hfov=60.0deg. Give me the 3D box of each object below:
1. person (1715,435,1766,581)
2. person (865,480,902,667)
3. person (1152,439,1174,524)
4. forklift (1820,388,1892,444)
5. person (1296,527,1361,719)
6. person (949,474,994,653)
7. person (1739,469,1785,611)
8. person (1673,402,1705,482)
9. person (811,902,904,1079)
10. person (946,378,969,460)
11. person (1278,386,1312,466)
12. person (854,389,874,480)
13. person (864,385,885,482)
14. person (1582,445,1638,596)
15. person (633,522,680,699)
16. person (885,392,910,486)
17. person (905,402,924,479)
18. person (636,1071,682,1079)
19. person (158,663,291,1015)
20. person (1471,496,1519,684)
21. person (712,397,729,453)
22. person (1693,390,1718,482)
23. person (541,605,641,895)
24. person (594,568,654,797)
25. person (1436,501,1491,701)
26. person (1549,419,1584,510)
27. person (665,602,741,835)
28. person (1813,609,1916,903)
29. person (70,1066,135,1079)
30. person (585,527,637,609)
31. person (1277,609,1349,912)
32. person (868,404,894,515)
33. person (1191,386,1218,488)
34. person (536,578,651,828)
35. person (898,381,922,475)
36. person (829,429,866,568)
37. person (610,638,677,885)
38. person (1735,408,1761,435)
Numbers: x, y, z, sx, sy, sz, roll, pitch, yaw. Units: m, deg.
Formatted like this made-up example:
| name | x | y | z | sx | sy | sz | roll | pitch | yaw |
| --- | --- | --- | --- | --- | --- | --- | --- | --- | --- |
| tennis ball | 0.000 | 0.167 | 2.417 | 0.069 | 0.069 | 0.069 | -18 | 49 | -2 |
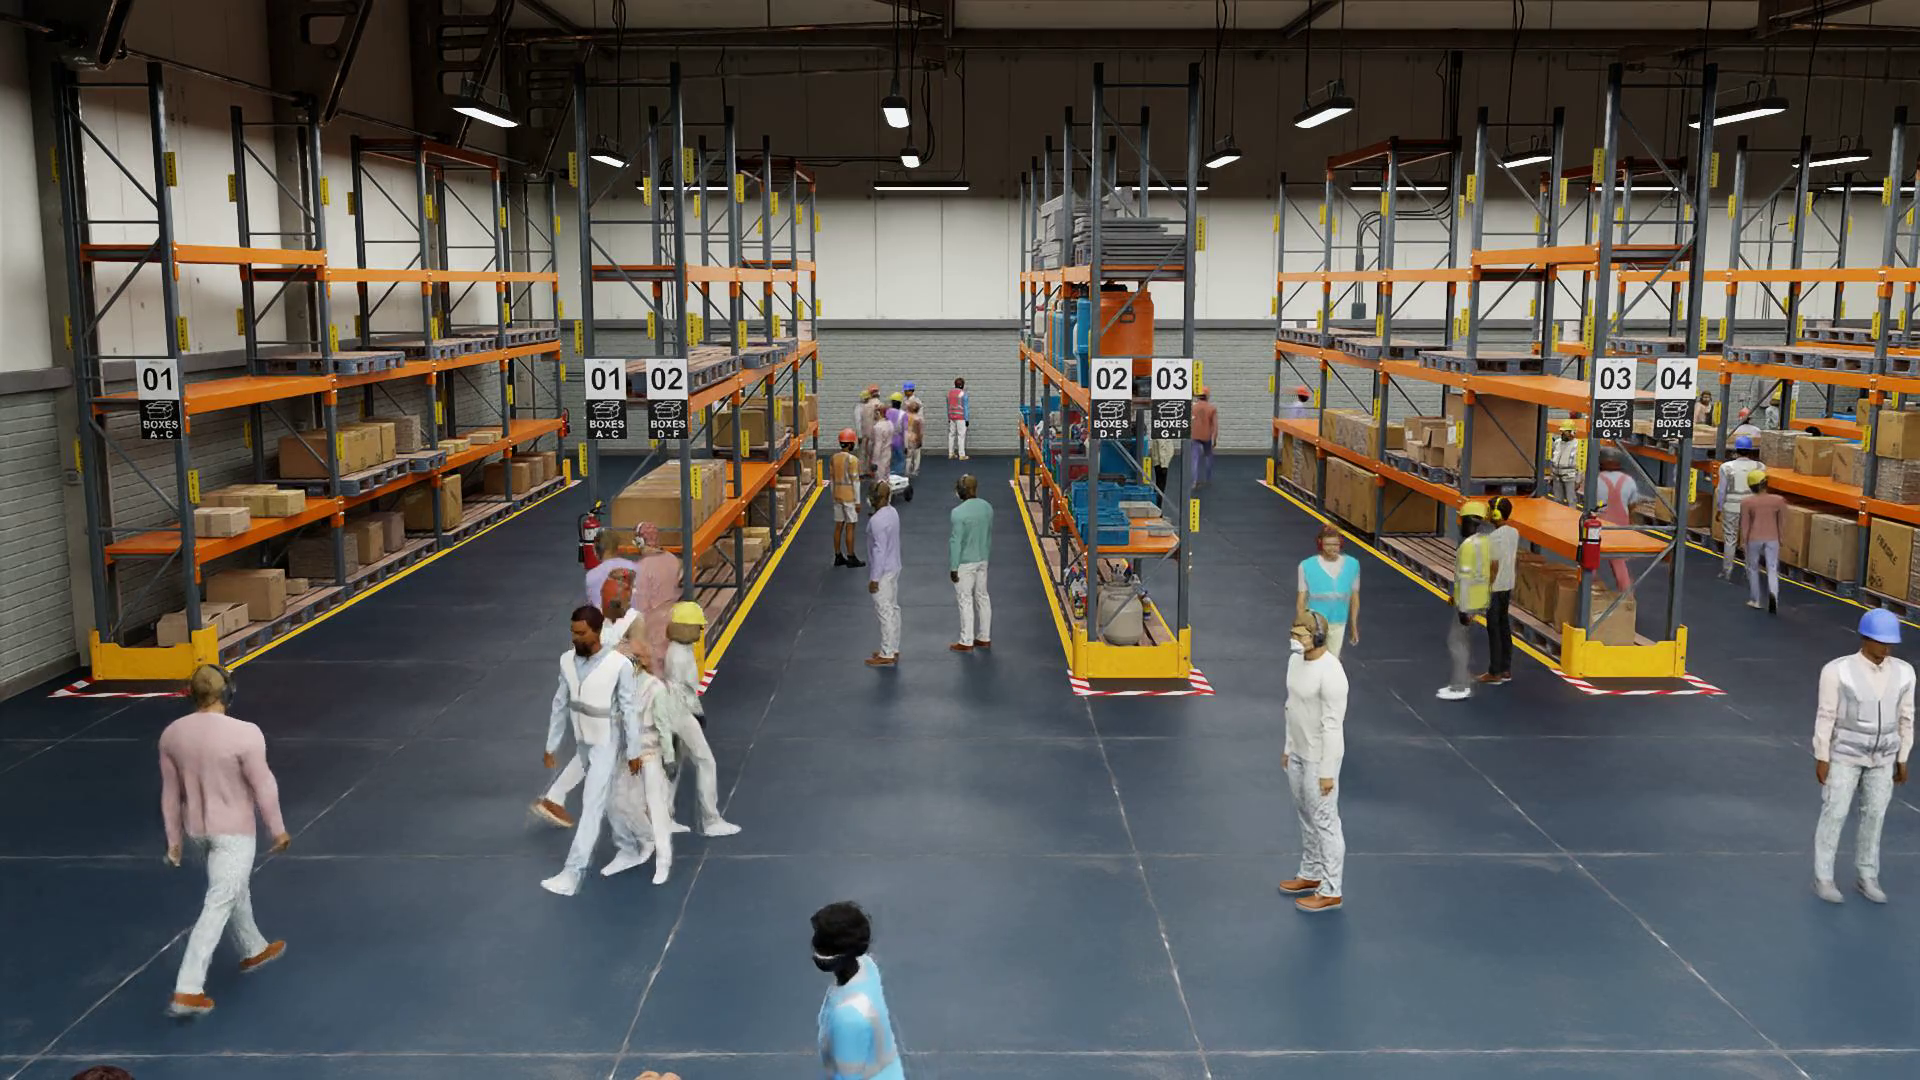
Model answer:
| name | x | y | z | sx | sy | sz | roll | pitch | yaw |
| --- | --- | --- | --- | --- | --- | --- | --- | --- | --- |
| person | 10.368 | -0.416 | 22.113 | 0.603 | 1.949 | 0.397 | 2 | 9 | 10 |
| person | -0.799 | 0.348 | 17.236 | 0.376 | 1.940 | 0.629 | 2 | 9 | 13 |
| person | 3.363 | -1.249 | 27.375 | 0.415 | 1.985 | 0.610 | 1 | 9 | 8 |
| forklift | 20.072 | -3.110 | 36.462 | 1.873 | 2.768 | 1.129 | 0 | 9 | 0 |
| person | 3.299 | 0.777 | 14.922 | 0.571 | 1.808 | 0.633 | -2 | 9 | -11 |
| person | 0.117 | 0.252 | 17.896 | 0.369 | 1.930 | 0.627 | 8 | 12 | 41 |
| person | 9.686 | 0.012 | 20.062 | 0.548 | 1.726 | 0.677 | 2 | 9 | 14 |
| person | 14.455 | -2.089 | 32.999 | 0.589 | 1.917 | 0.394 | 2 | 9 | 11 |
| person | -0.424 | 2.167 | 6.384 | 0.696 | 1.660 | 0.548 | -1 | 9 | -7 |
| person | -0.030 | -2.719 | 37.322 | 0.624 | 1.835 | 0.431 | 8 | 12 | 42 |
| person | 6.841 | -2.187 | 33.700 | 0.799 | 1.894 | 0.584 | -1 | 9 | -8 |
| person | -1.896 | -2.121 | 33.491 | 0.403 | 1.822 | 0.587 | 4 | 10 | 23 |
| person | -1.576 | -2.084 | 32.881 | 0.504 | 1.945 | 0.682 | -7 | 11 | -36 |
| person | 7.921 | -0.181 | 20.308 | 0.688 | 2.000 | 0.952 | -1 | 9 | -4 |
| person | -2.710 | 0.783 | 14.560 | 0.406 | 1.902 | 0.639 | 3 | 9 | 20 |
| person | -1.210 | -1.842 | 31.445 | 0.614 | 1.888 | 0.837 | 3 | 9 | 18 |
| person | -0.973 | -1.965 | 33.209 | 0.566 | 1.598 | 0.692 | 6 | 10 | 32 |
| person | -0.897 | 2.398 | 5.001 | 0.514 | 1.642 | 0.310 | -1 | 9 | -5 |
| person | -4.125 | 1.621 | 9.228 | 0.635 | 1.895 | 1.024 | 3 | 9 | 19 |
| person | 5.325 | 0.497 | 16.503 | 0.316 | 1.867 | 0.531 | 8 | 12 | 43 |
| person | -4.814 | -2.212 | 33.703 | 0.544 | 1.939 | 0.353 | 1 | 9 | 7 |
| person | 14.816 | -2.070 | 33.158 | 0.522 | 1.834 | 0.365 | 4 | 10 | 23 |
| person | -2.473 | 1.362 | 10.907 | 0.616 | 1.868 | 0.974 | 7 | 11 | 37 |
| person | -2.595 | 1.122 | 12.657 | 0.566 | 1.822 | 0.474 | 7 | 12 | 40 |
| person | 4.806 | 0.576 | 15.908 | 0.481 | 1.890 | 0.624 | 5 | 10 | 31 |
| person | 9.513 | -0.984 | 26.139 | 0.404 | 1.833 | 0.590 | -6 | 11 | -35 |
| person | -1.887 | 1.288 | 11.931 | 0.743 | 1.714 | 0.499 | -2 | 9 | -13 |
| person | 5.769 | 1.379 | 10.630 | 0.603 | 1.937 | 0.437 | 0 | 9 | 0 |
| person | -2.285 | 2.329 | 4.573 | 0.587 | 1.913 | 0.391 | -1 | 9 | -5 |
| person | -2.895 | 0.847 | 14.126 | 0.749 | 1.916 | 0.642 | 5 | 10 | 27 |
| person | 2.252 | 1.387 | 10.594 | 0.368 | 1.933 | 0.624 | -2 | 9 | -11 |
| person | -1.371 | -1.370 | 28.386 | 0.409 | 1.909 | 0.643 | 2 | 9 | 15 |
| person | 4.709 | -2.007 | 32.331 | 0.626 | 1.942 | 1.008 | 2 | 9 | 14 |
| person | -2.641 | 1.197 | 12.102 | 0.922 | 1.848 | 0.606 | -4 | 10 | -23 |
| person | -1.025 | -2.294 | 34.199 | 0.397 | 1.946 | 0.617 | -8 | 12 | -40 |
| person | -1.578 | -0.585 | 23.233 | 0.542 | 1.939 | 0.369 | 9 | 12 | 44 |
| person | -2.111 | 1.448 | 11.138 | 0.577 | 1.626 | 0.374 | 6 | 11 | 35 |
| person | 13.815 | -1.445 | 29.354 | 0.562 | 1.753 | 0.333 | -1 | 9 | -9 |
